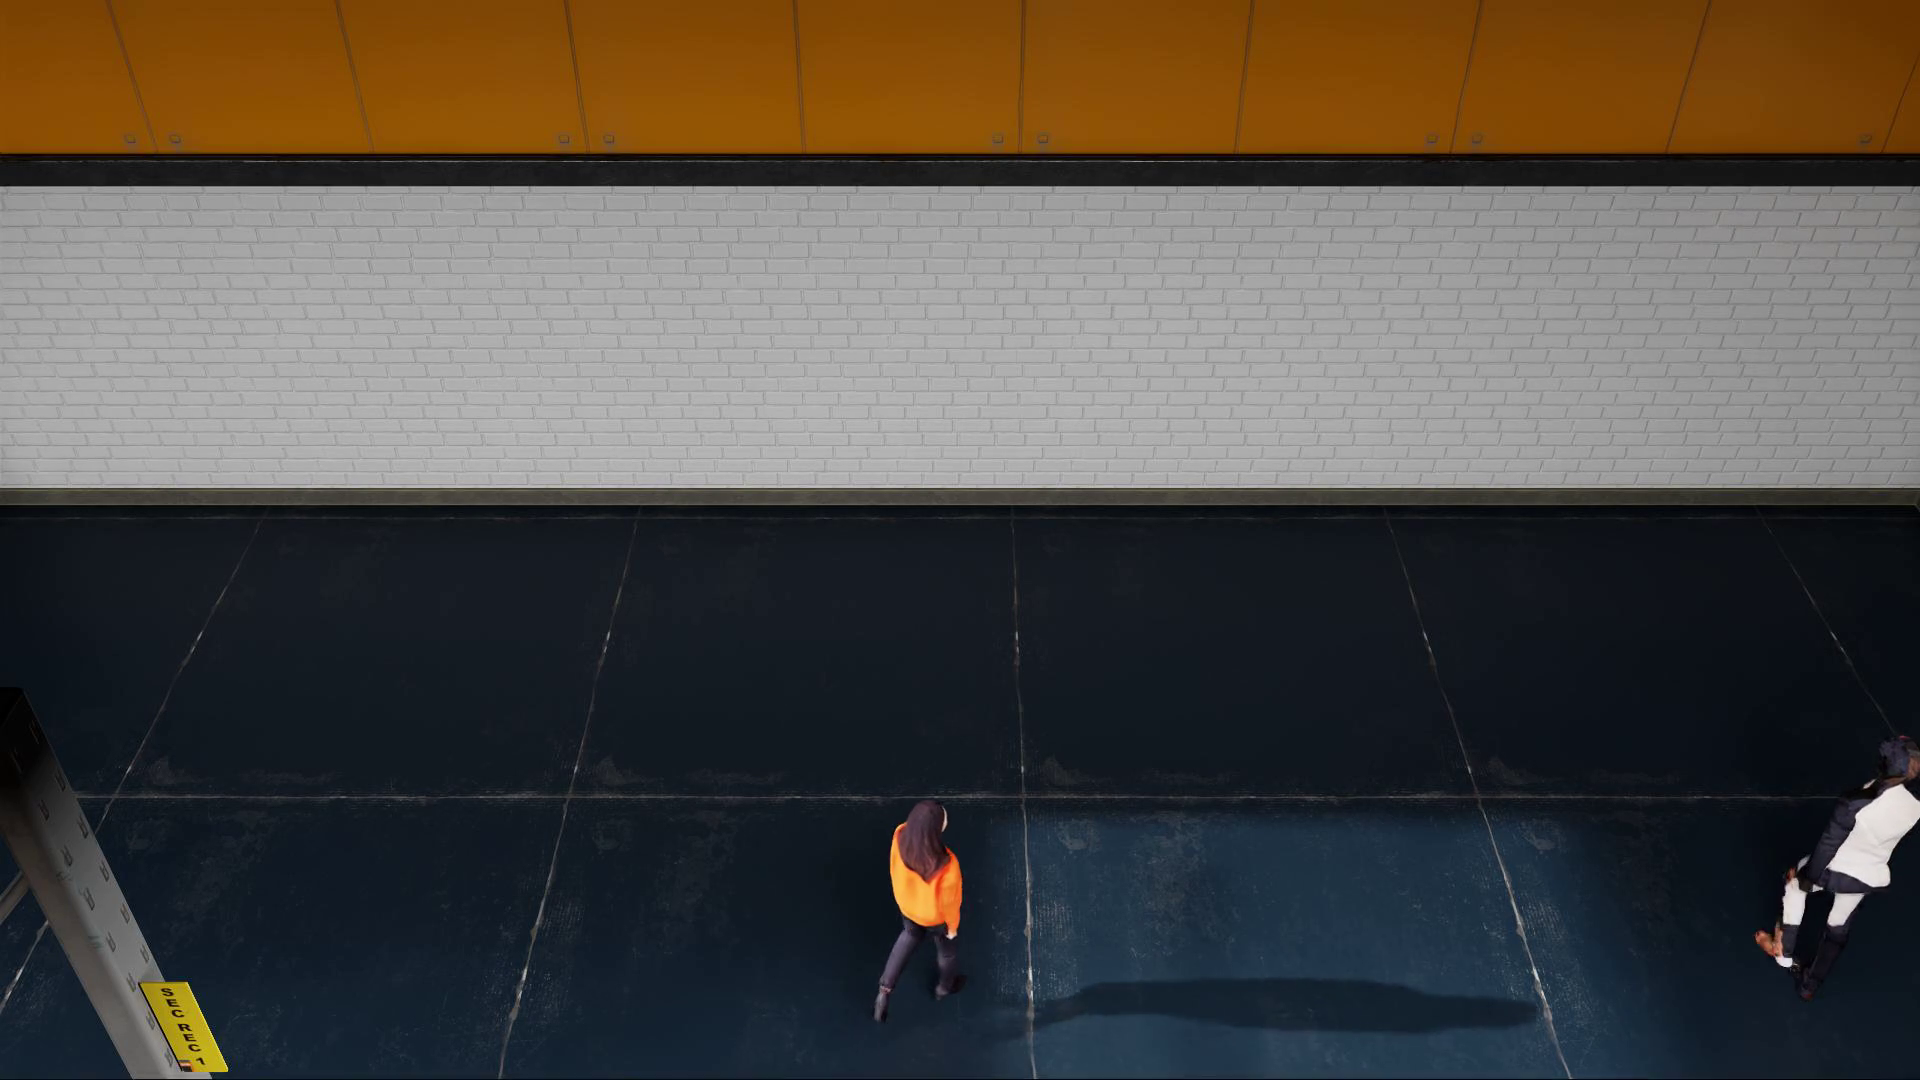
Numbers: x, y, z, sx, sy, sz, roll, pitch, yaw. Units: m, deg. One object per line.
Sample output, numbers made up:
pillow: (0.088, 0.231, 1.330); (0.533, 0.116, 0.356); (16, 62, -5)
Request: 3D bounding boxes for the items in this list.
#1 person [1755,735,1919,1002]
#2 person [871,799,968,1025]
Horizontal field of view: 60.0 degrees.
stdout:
person: (4.945, 1.897, 9.208); (0.693, 1.873, 0.703); (-1, 39, -1)
person: (-0.229, 2.058, 9.118); (0.953, 1.733, 1.037); (29, 47, 31)
